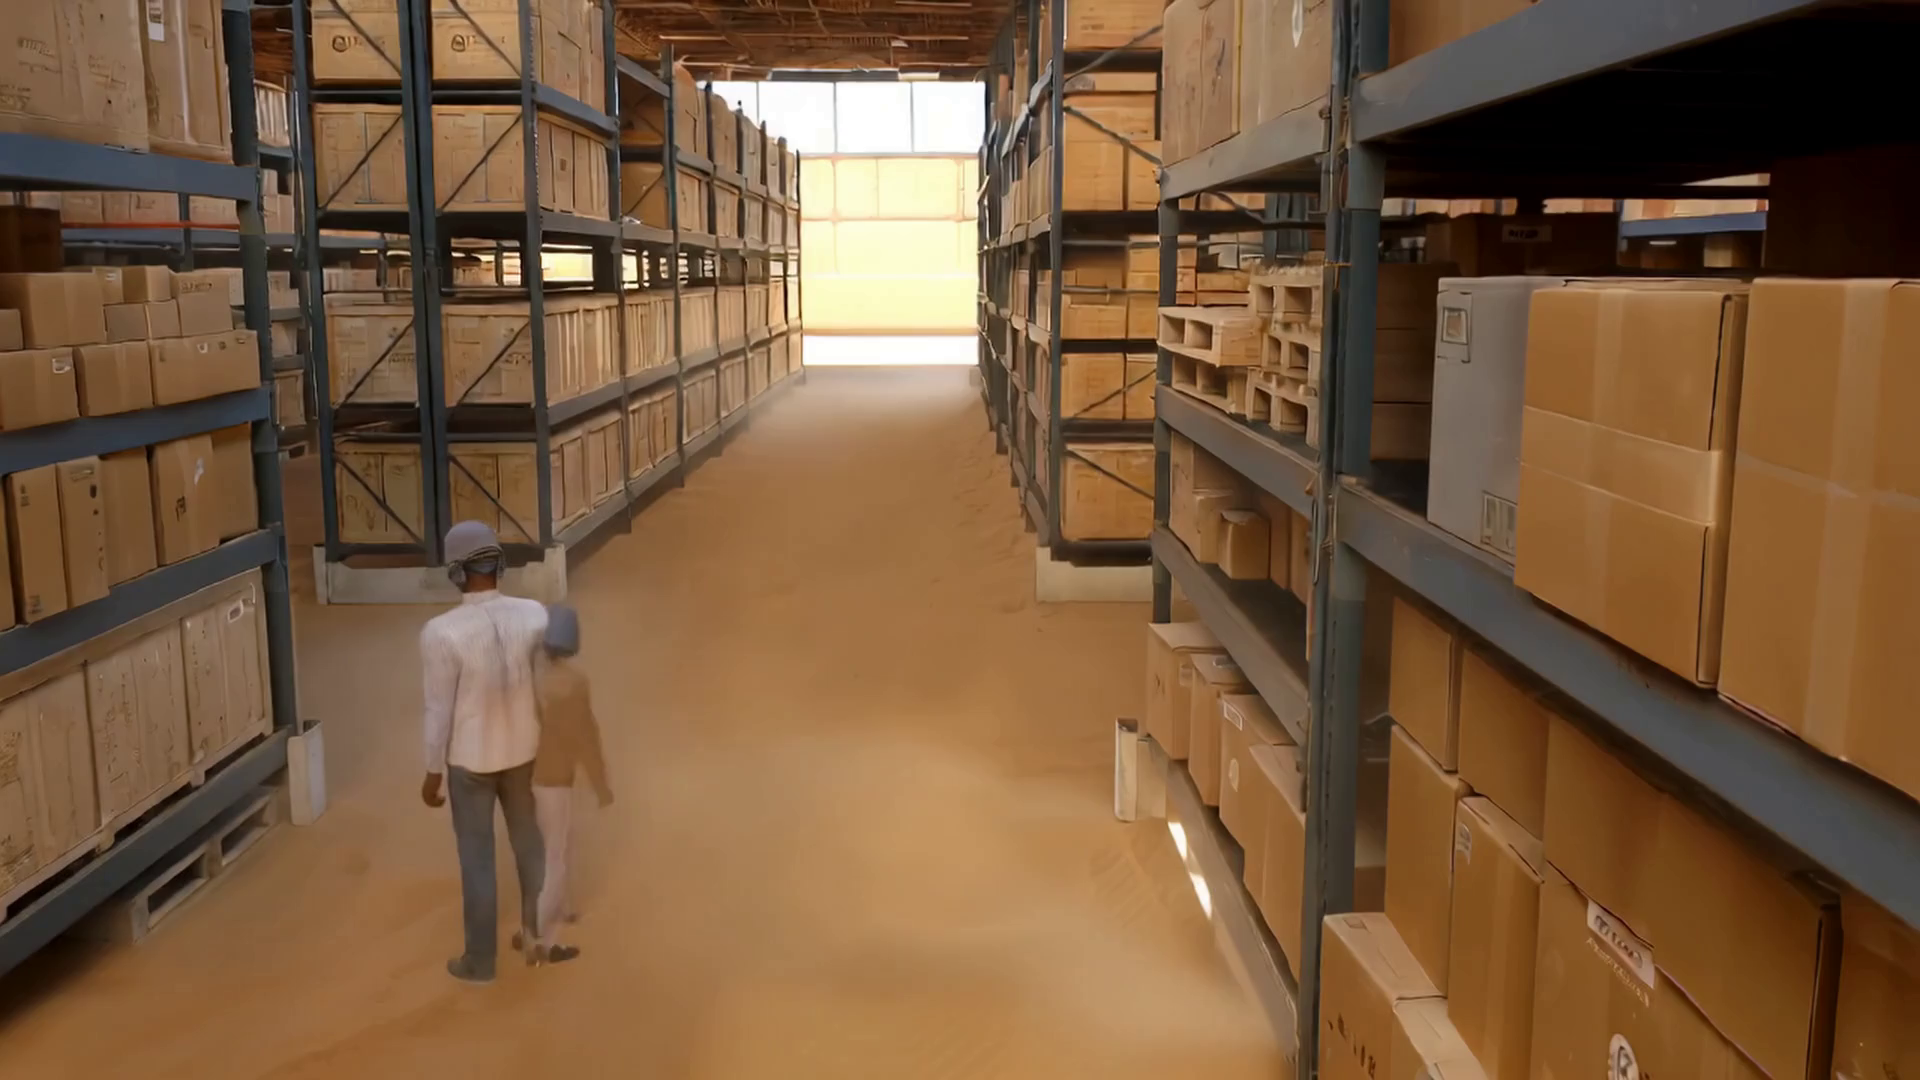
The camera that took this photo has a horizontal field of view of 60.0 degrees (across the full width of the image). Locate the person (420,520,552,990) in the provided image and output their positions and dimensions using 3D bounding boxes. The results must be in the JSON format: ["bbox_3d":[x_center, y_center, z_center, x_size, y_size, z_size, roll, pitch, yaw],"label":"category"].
[{"bbox_3d":[-2.003,0.903,7.058,0.392,1.986,0.610,9,13,43],"label":"person"}]

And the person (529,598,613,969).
[{"bbox_3d":[-1.760,1.052,7.306,0.523,1.619,0.552,7,12,37],"label":"person"}]
